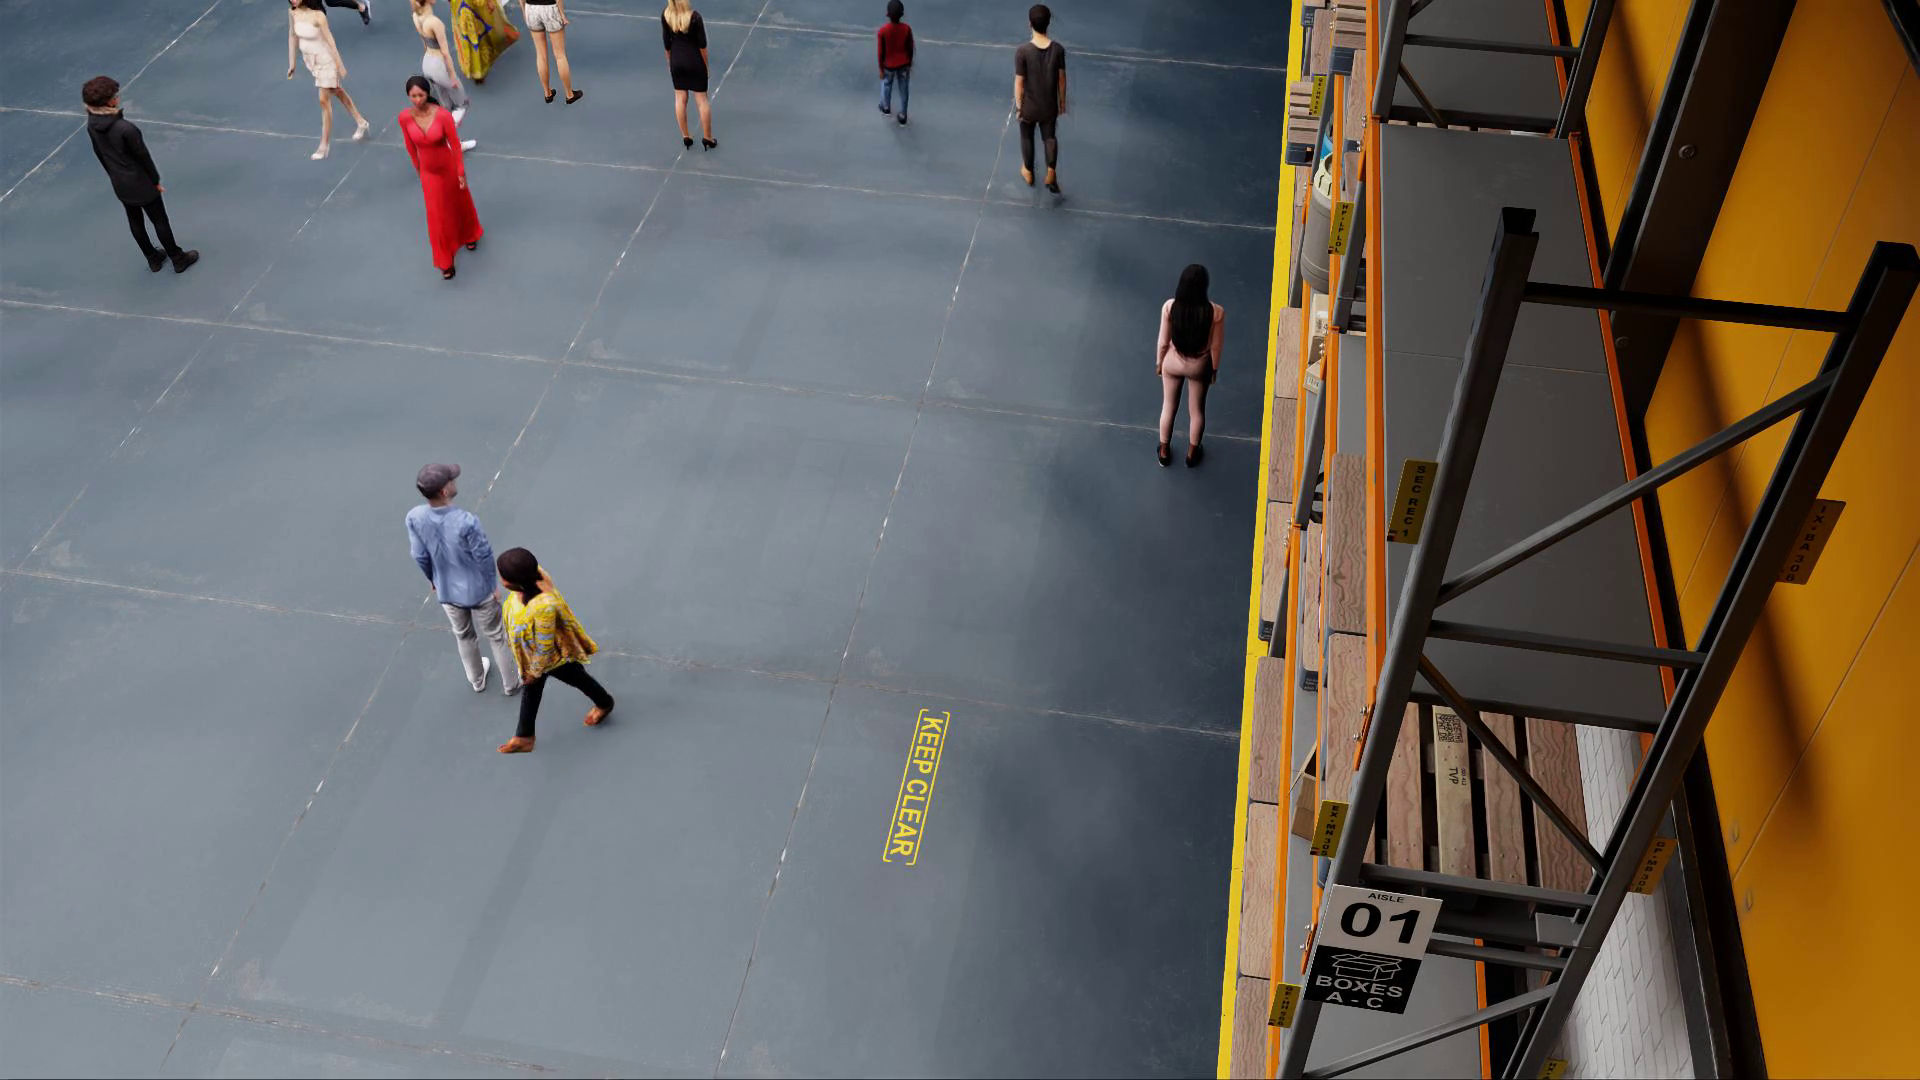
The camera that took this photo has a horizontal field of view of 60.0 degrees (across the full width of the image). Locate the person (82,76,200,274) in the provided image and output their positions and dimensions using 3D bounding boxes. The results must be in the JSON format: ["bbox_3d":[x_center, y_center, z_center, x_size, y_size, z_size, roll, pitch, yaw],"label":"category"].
[{"bbox_3d":[-6.941,-3.035,13.965,0.611,1.775,0.574,8,44,9],"label":"person"}]

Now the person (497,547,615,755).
[{"bbox_3d":[-2.434,0.649,10.219,1.150,1.607,1.075,-28,50,-26],"label":"person"}]

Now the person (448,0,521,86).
[{"bbox_3d":[-4.847,-5.424,16.579,0.895,1.637,1.257,1,44,1],"label":"person"}]

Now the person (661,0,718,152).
[{"bbox_3d":[-2.534,-4.409,15.478,0.548,1.677,0.464,8,44,9],"label":"person"}]

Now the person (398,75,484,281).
[{"bbox_3d":[-4.371,-3.151,14.118,0.856,1.741,1.206,-5,44,-6],"label":"person"}]

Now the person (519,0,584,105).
[{"bbox_3d":[-4.032,-5.108,16.089,0.594,1.846,0.512,8,44,9],"label":"person"}]

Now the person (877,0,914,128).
[{"bbox_3d":[-0.601,-4.546,15.936,0.677,1.243,0.779,-12,45,-12],"label":"person"}]

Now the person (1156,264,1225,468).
[{"bbox_3d":[1.658,-1.256,12.136,0.611,1.721,0.520,8,44,9],"label":"person"}]

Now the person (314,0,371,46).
[{"bbox_3d":[-6.524,-5.895,17.040,0.878,1.683,1.035,31,52,28],"label":"person"}]

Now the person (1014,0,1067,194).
[{"bbox_3d":[0.710,-3.894,14.932,0.798,1.683,0.960,-4,44,-4],"label":"person"}]

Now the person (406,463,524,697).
[{"bbox_3d":[-3.094,0.273,10.412,0.643,1.885,0.561,8,44,9],"label":"person"}]

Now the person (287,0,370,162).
[{"bbox_3d":[-5.865,-4.450,15.505,0.810,1.699,1.062,23,48,23],"label":"person"}]

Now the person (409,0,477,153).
[{"bbox_3d":[-4.859,-4.282,15.332,0.718,1.693,0.806,29,51,27],"label":"person"}]
